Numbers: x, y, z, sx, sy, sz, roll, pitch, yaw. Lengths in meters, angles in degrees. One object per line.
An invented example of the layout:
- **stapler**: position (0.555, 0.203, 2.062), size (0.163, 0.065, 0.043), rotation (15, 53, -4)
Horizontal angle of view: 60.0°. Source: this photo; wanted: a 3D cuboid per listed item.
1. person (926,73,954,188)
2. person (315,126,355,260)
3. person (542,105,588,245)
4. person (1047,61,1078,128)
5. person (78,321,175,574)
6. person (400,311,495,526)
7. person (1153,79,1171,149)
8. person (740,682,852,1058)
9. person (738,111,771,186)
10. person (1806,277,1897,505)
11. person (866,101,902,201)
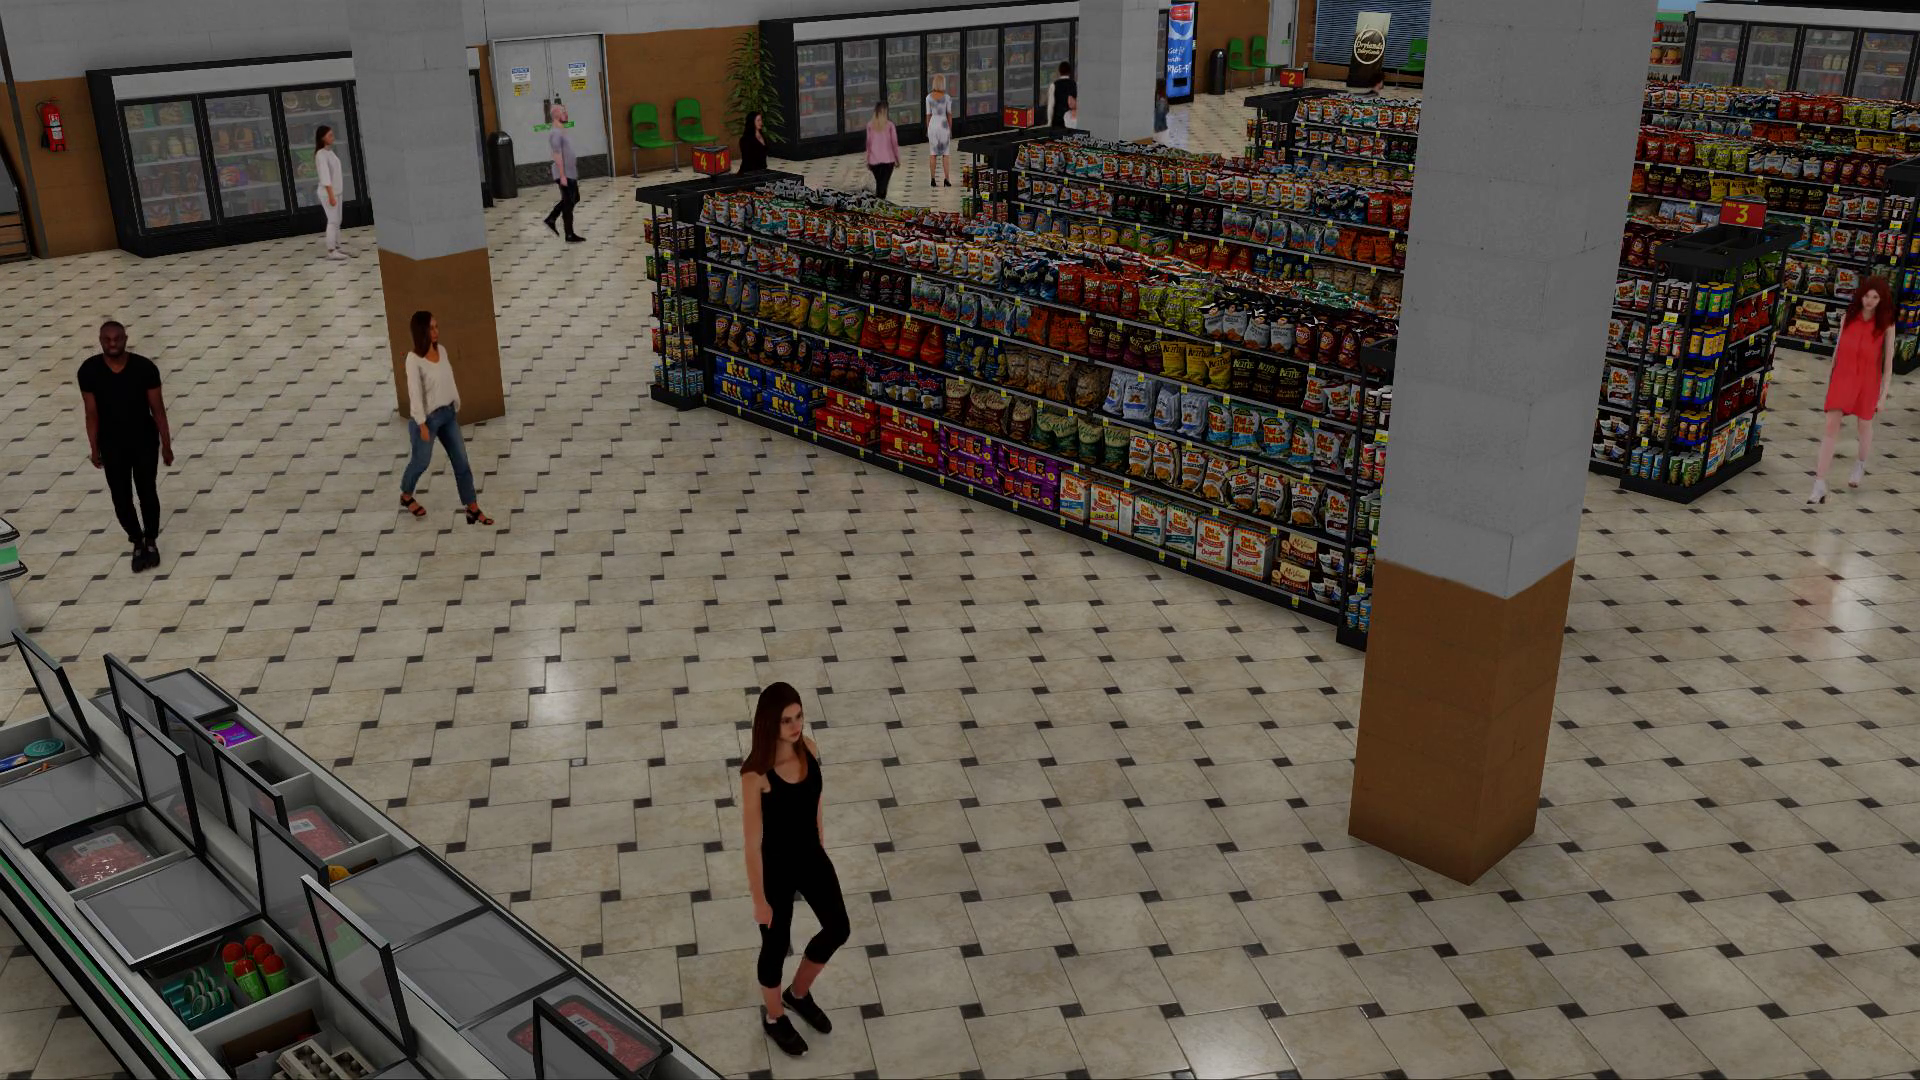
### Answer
- **person**: position (-0.329, -6.476, 26.288), size (0.618, 1.750, 0.705), rotation (3, 22, 8)
- **person**: position (-8.096, -4.463, 21.365), size (0.747, 1.686, 0.665), rotation (-2, 22, -6)
- **person**: position (-5.362, -4.863, 22.179), size (0.974, 1.821, 0.927), rotation (-3, 22, -7)
- **person**: position (1.653, -6.547, 26.286), size (1.171, 1.883, 1.181), rotation (2, 22, 5)
- **person**: position (-5.893, -0.689, 11.817), size (0.808, 1.802, 0.825), rotation (-9, 24, -21)
- **person**: position (-4.040, -0.893, 12.544), size (1.168, 1.637, 0.874), rotation (10, 24, 23)
- **person**: position (3.226, -6.322, 26.021), size (1.049, 1.663, 1.036), rotation (-3, 22, -7)
- **person**: position (-0.767, 1.336, 6.893), size (0.579, 1.716, 0.605), rotation (19, 29, 39)
- **person**: position (-2.832, -4.803, 22.184), size (1.224, 1.706, 0.940), rotation (10, 24, 22)
- **person**: position (7.058, -1.166, 13.046), size (1.103, 1.770, 0.712), rotation (19, 29, 39)
- **person**: position (-1.135, -5.341, 23.607), size (1.131, 1.644, 1.019), rotation (7, 23, 16)
